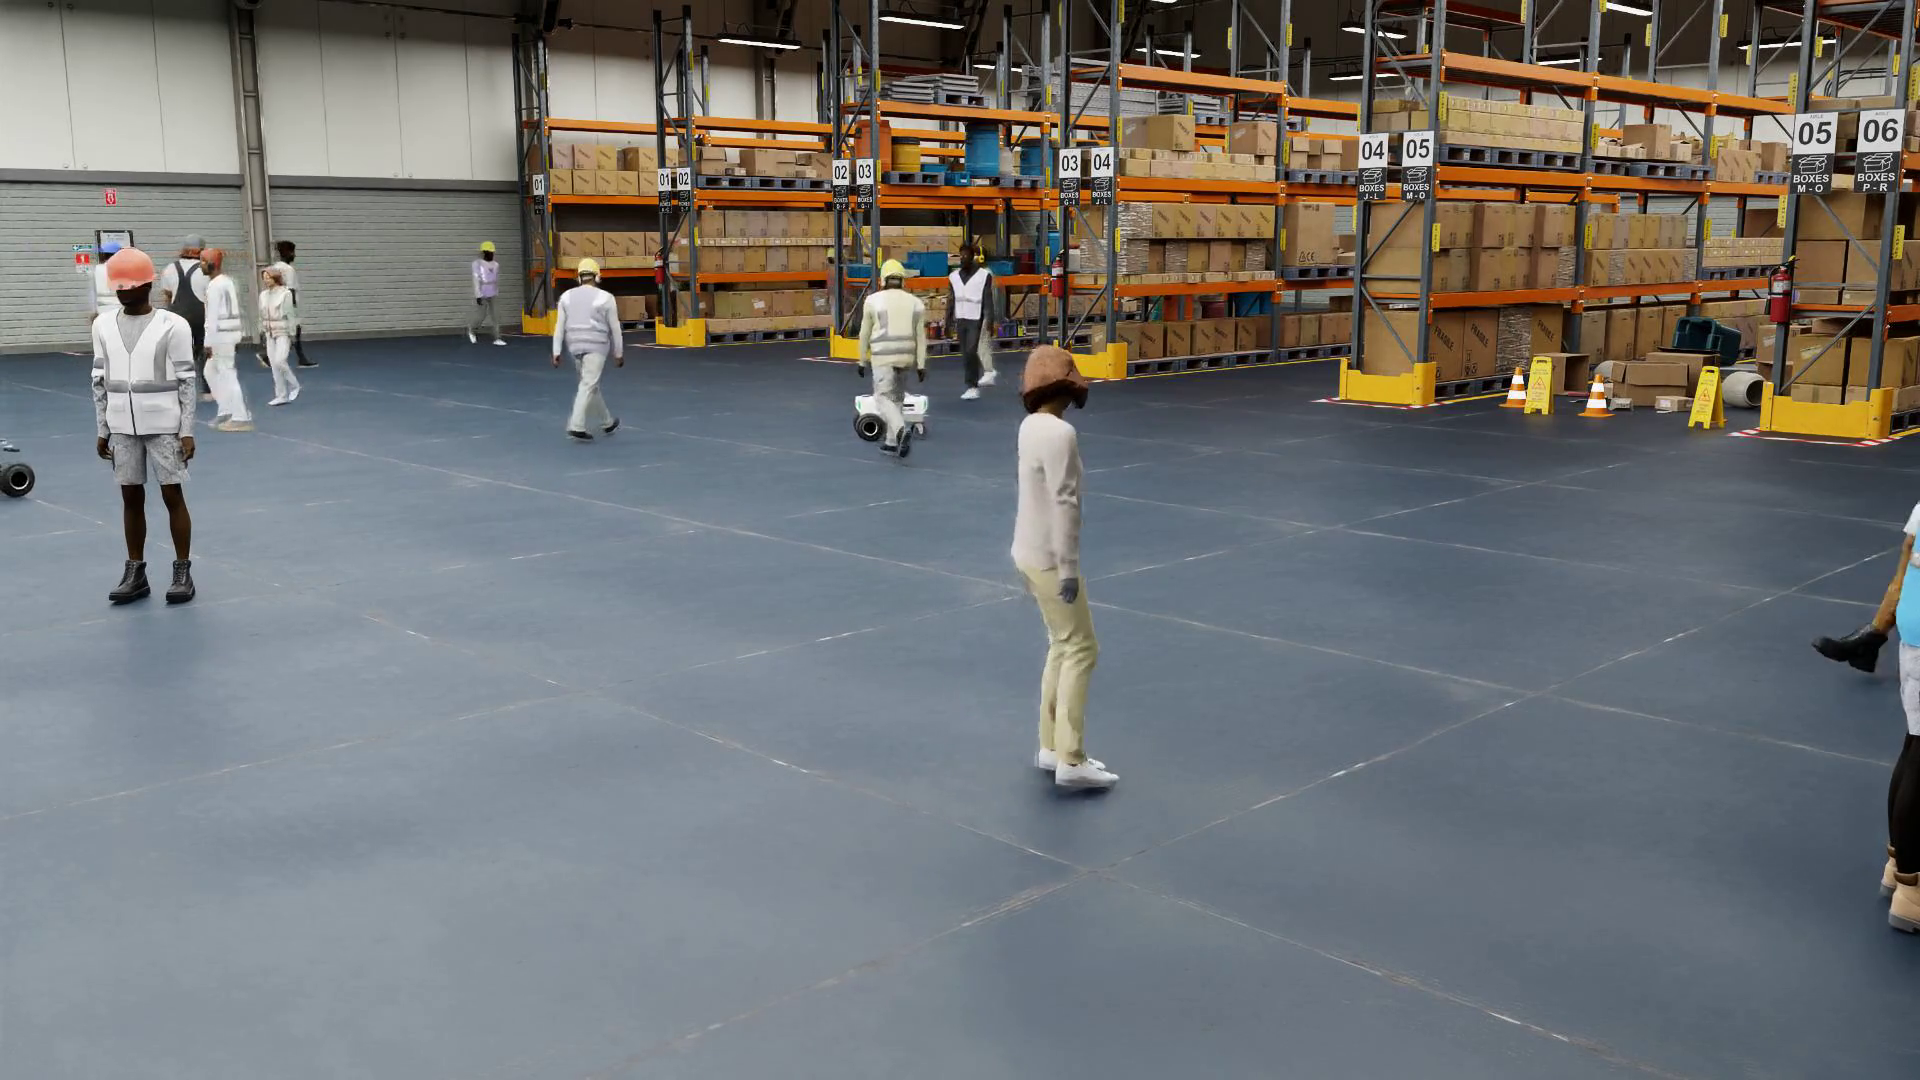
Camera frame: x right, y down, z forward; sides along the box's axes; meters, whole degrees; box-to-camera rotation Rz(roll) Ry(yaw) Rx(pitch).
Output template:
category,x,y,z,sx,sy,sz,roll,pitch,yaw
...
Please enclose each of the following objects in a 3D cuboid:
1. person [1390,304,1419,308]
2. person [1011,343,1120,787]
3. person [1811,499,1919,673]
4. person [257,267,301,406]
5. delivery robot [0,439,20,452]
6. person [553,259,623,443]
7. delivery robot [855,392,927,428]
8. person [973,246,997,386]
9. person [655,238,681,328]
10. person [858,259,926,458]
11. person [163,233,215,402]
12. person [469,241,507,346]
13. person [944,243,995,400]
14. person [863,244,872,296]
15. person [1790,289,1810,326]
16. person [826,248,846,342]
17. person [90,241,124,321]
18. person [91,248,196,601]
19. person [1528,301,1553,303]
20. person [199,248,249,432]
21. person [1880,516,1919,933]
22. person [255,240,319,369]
category,x,y,z,sx,sy,sz,roll,pitch,yaw
person,6.481,-3.343,24.092,0.576,1.881,0.354,10,15,44
person,0.382,0.091,6.124,0.372,1.606,0.564,-2,11,-8
person,4.387,-0.286,7.379,0.967,1.885,0.569,0,10,2
person,-8.077,-2.401,19.650,0.541,1.626,0.375,5,12,26
delivery robot,-7.612,-0.756,12.746,0.335,0.223,0.698,6,12,30
person,-3.630,-1.860,16.327,0.605,1.770,0.942,4,11,20
delivery robot,-0.682,-1.326,16.571,0.707,0.478,0.477,-1,10,-7
person,0.295,-2.993,22.259,0.430,1.853,0.548,-2,11,-10
person,-5.593,-4.813,31.854,0.636,1.971,0.498,6,12,31
person,-0.575,-1.620,14.936,0.586,1.799,0.775,-6,12,-28
person,-9.216,-2.681,20.161,0.710,2.000,0.549,1,10,6
person,-8.672,-4.510,30.409,0.779,1.902,0.596,8,13,38
person,0.078,-2.660,20.307,0.633,1.898,0.577,7,12,32
person,-1.945,-5.367,35.317,0.617,1.808,0.470,9,14,40
person,12.935,-3.666,25.697,0.364,1.939,0.542,-10,14,-43
person,-2.354,-4.583,31.182,0.360,1.751,0.558,-7,13,-34
person,-11.670,-3.190,23.168,0.641,1.908,0.901,4,11,18
person,-4.467,-0.619,9.109,0.542,1.929,0.373,0,10,-3
person,8.702,-3.592,25.398,0.638,1.910,0.890,10,14,43
person,-7.634,-2.049,17.079,0.599,1.861,0.624,-2,11,-11
person,2.885,0.287,4.812,0.321,1.692,0.529,5,12,27
person,-10.178,-3.529,24.979,0.908,1.938,0.607,-9,13,-39
